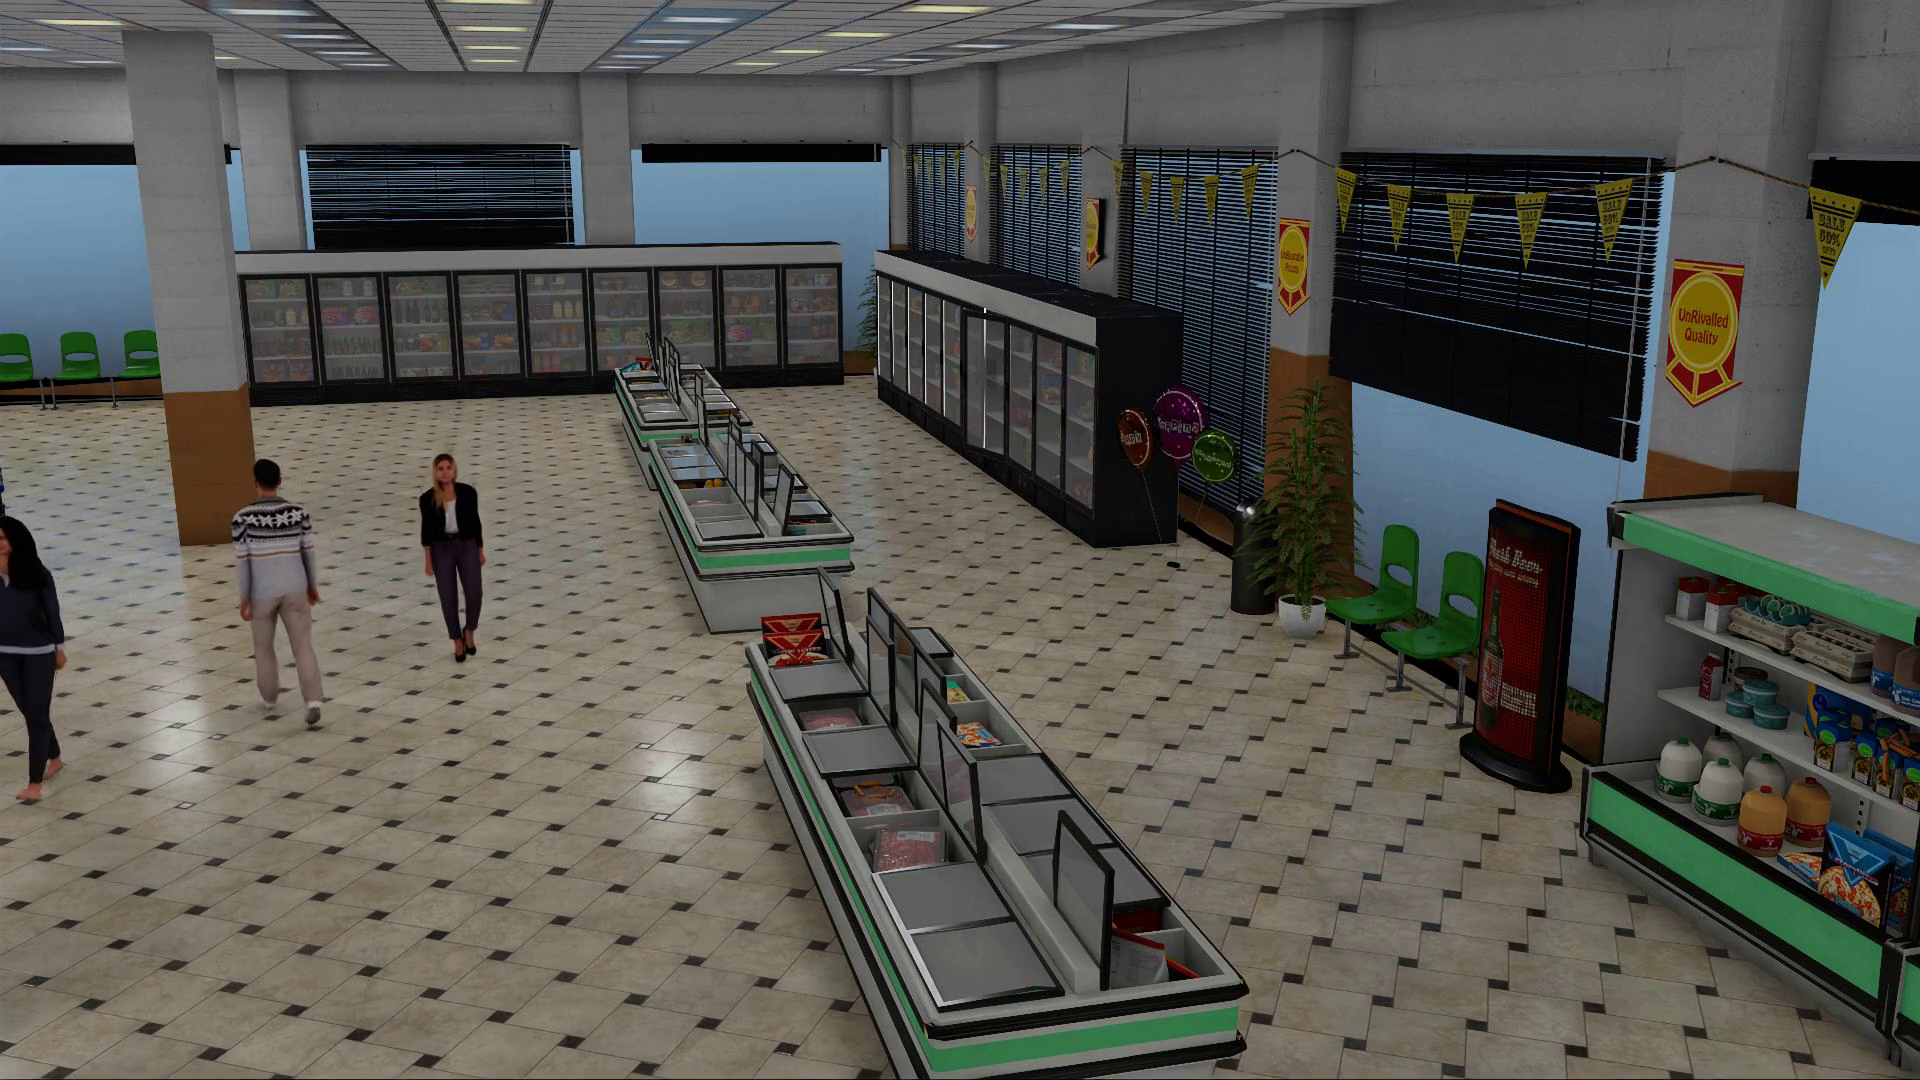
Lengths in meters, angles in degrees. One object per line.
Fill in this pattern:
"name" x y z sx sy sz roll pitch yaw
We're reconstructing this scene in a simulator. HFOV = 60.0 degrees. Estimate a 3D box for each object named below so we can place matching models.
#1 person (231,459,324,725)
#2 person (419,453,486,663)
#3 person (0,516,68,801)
"person" -4.695 0.381 11.512 0.939 1.840 1.258 -8 16 -31
"person" -3.934 0.130 12.930 0.635 1.662 0.594 -5 14 -20
"person" -5.820 0.704 10.412 0.735 1.732 1.039 -1 14 -5
